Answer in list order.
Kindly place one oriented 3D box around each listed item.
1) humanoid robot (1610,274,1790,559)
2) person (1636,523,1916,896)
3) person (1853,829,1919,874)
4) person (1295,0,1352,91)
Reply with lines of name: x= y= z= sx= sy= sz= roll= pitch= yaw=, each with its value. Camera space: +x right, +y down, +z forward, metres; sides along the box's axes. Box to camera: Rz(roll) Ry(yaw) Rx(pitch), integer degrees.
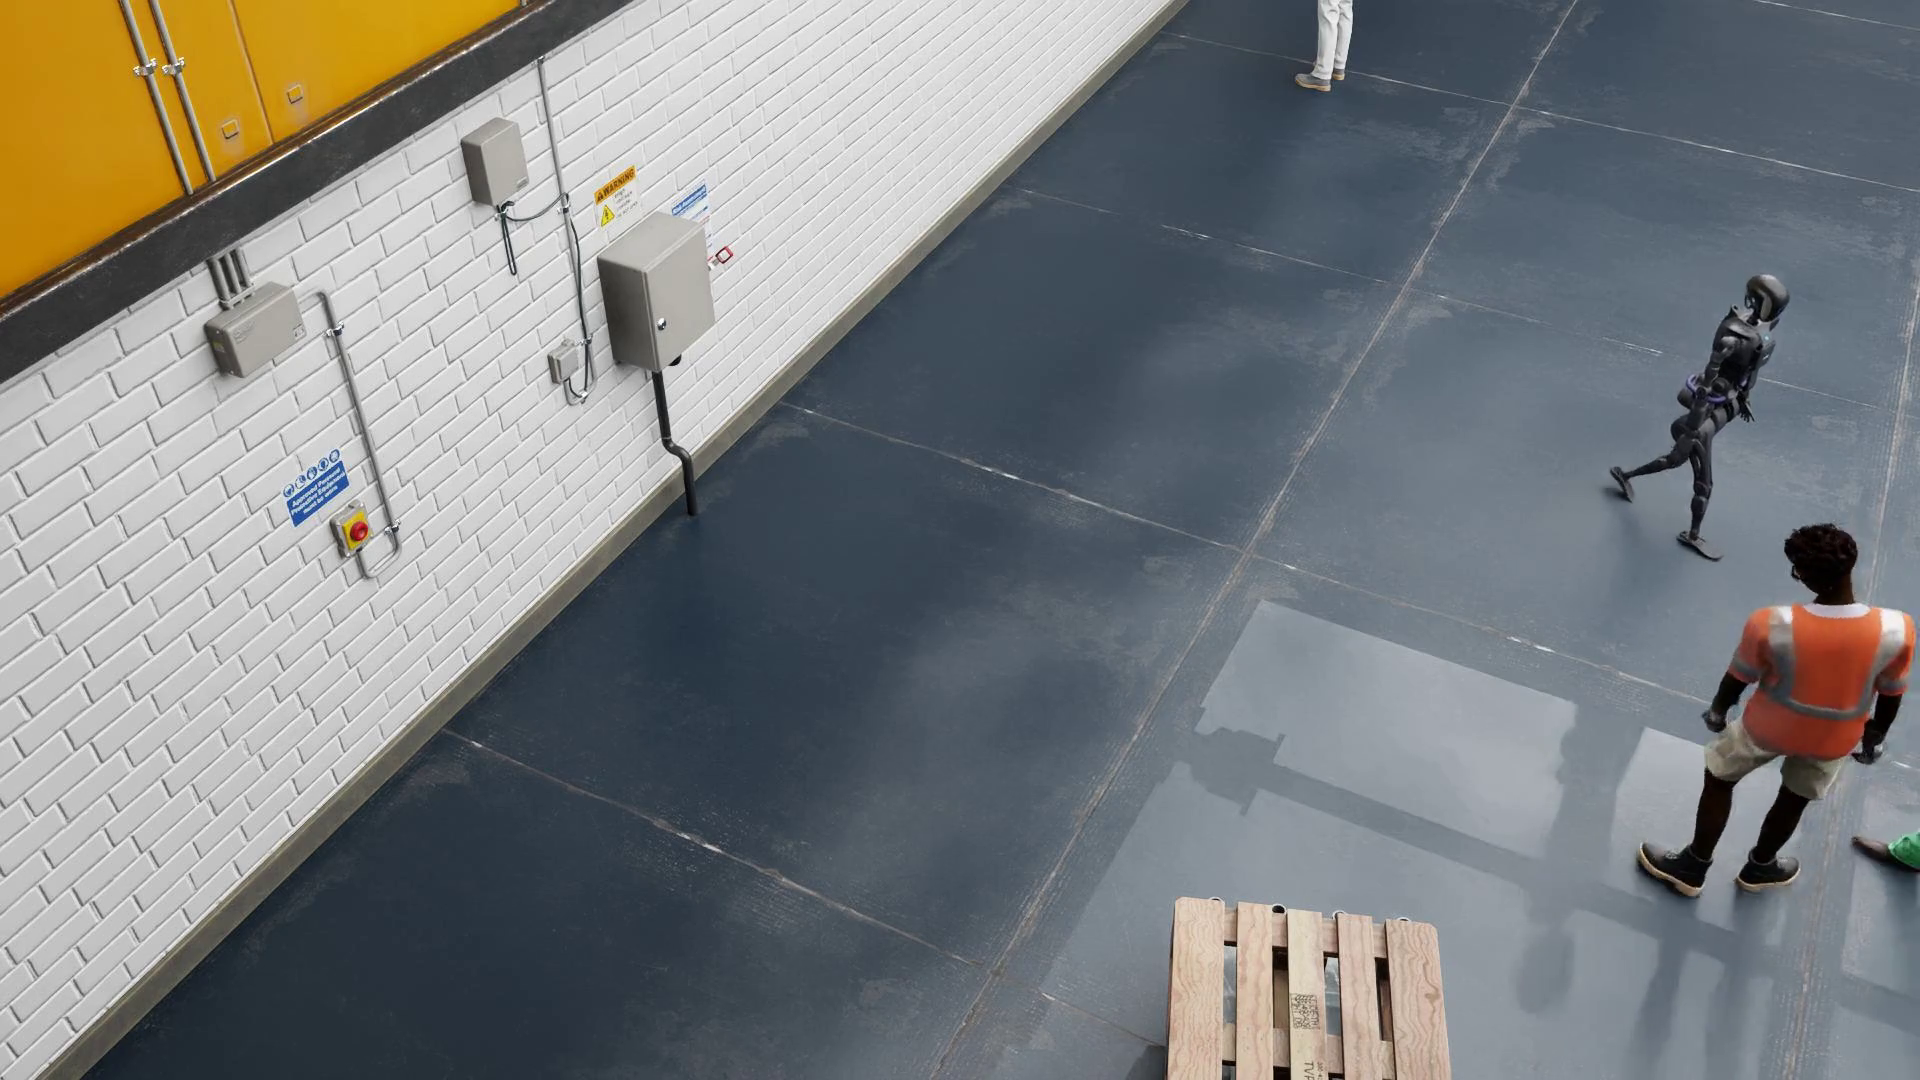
humanoid robot: x=3.859 y=-0.707 z=8.629 sx=0.608 sy=1.644 sz=0.769 roll=-29 pitch=49 yaw=-29
person: x=3.359 y=0.745 z=6.711 sx=0.711 sy=1.928 sz=0.367 roll=11 pitch=42 yaw=13
person: x=4.357 y=0.921 z=6.608 sx=0.945 sy=1.799 sz=0.509 roll=27 pitch=47 yaw=27
person: x=2.879 y=-4.368 z=12.665 sx=0.339 sy=1.882 sz=0.582 roll=28 pitch=48 yaw=29
